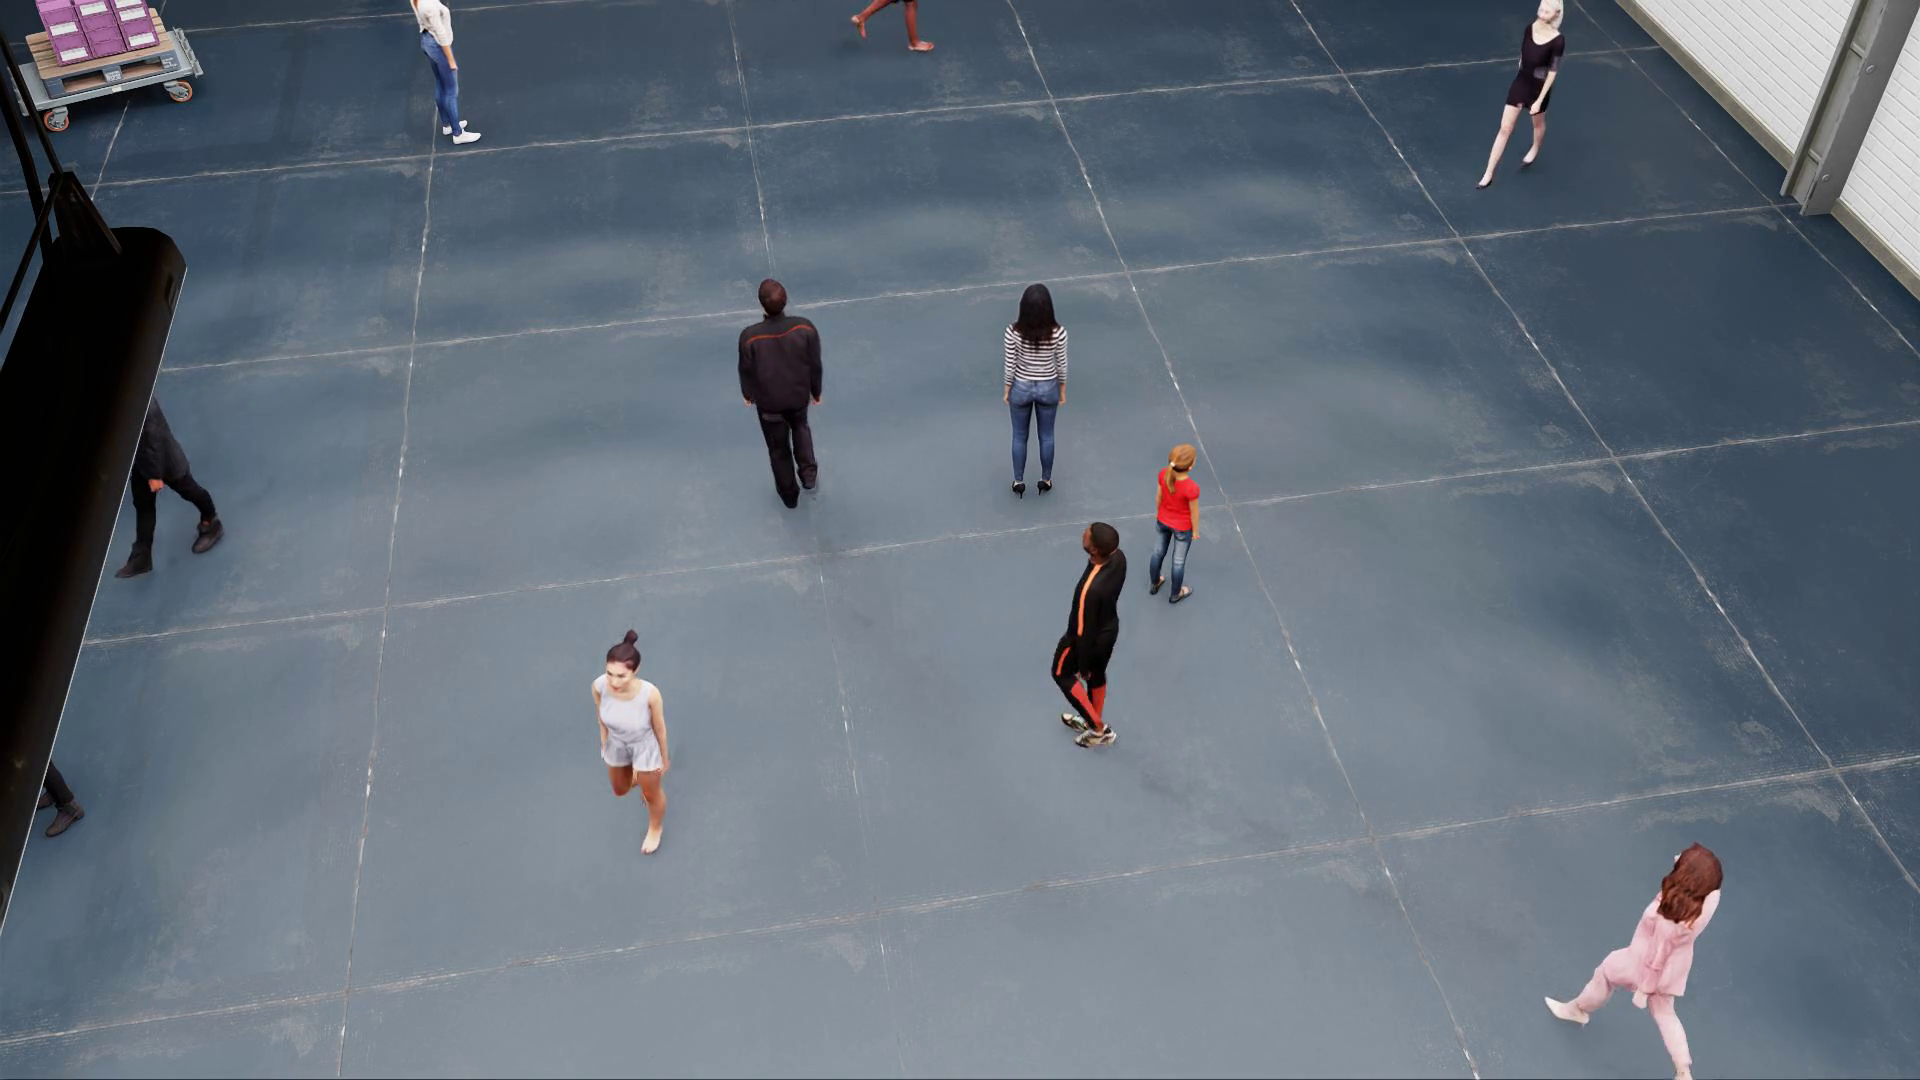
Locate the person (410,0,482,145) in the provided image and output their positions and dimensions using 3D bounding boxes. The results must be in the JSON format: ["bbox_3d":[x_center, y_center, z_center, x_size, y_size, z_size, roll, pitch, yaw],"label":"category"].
[{"bbox_3d":[-4.791,-4.481,15.272,0.746,1.720,0.622,-27,50,-25],"label":"person"}]

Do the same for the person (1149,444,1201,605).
[{"bbox_3d":[1.415,-0.115,10.986,0.569,1.311,0.633,29,51,27],"label":"person"}]

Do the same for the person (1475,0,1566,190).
[{"bbox_3d":[5.108,-3.987,14.717,1.116,1.770,1.197,-34,53,-31],"label":"person"}]

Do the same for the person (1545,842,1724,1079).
[{"bbox_3d":[3.536,2.169,8.262,0.956,1.761,1.219,-27,50,-25],"label":"person"}]

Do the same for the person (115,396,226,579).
[{"bbox_3d":[-5.351,-0.607,11.186,0.970,1.747,1.117,17,46,17],"label":"person"}]

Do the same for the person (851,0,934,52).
[{"bbox_3d":[-0.699,-5.666,16.531,0.791,1.700,1.045,1,44,1],"label":"person"}]

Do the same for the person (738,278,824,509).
[{"bbox_3d":[-1.200,-0.946,11.485,0.781,1.826,0.732,-17,46,-17],"label":"person"}]

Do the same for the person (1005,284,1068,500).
[{"bbox_3d":[0.515,-1.015,11.578,0.612,1.797,0.531,0,44,0],"label":"person"}]

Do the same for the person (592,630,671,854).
[{"bbox_3d":[-1.824,1.112,9.490,0.721,1.598,0.805,10,45,11],"label":"person"}]

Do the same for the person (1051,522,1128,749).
[{"bbox_3d":[0.858,0.603,9.881,0.867,1.794,0.807,27,50,26],"label":"person"}]
